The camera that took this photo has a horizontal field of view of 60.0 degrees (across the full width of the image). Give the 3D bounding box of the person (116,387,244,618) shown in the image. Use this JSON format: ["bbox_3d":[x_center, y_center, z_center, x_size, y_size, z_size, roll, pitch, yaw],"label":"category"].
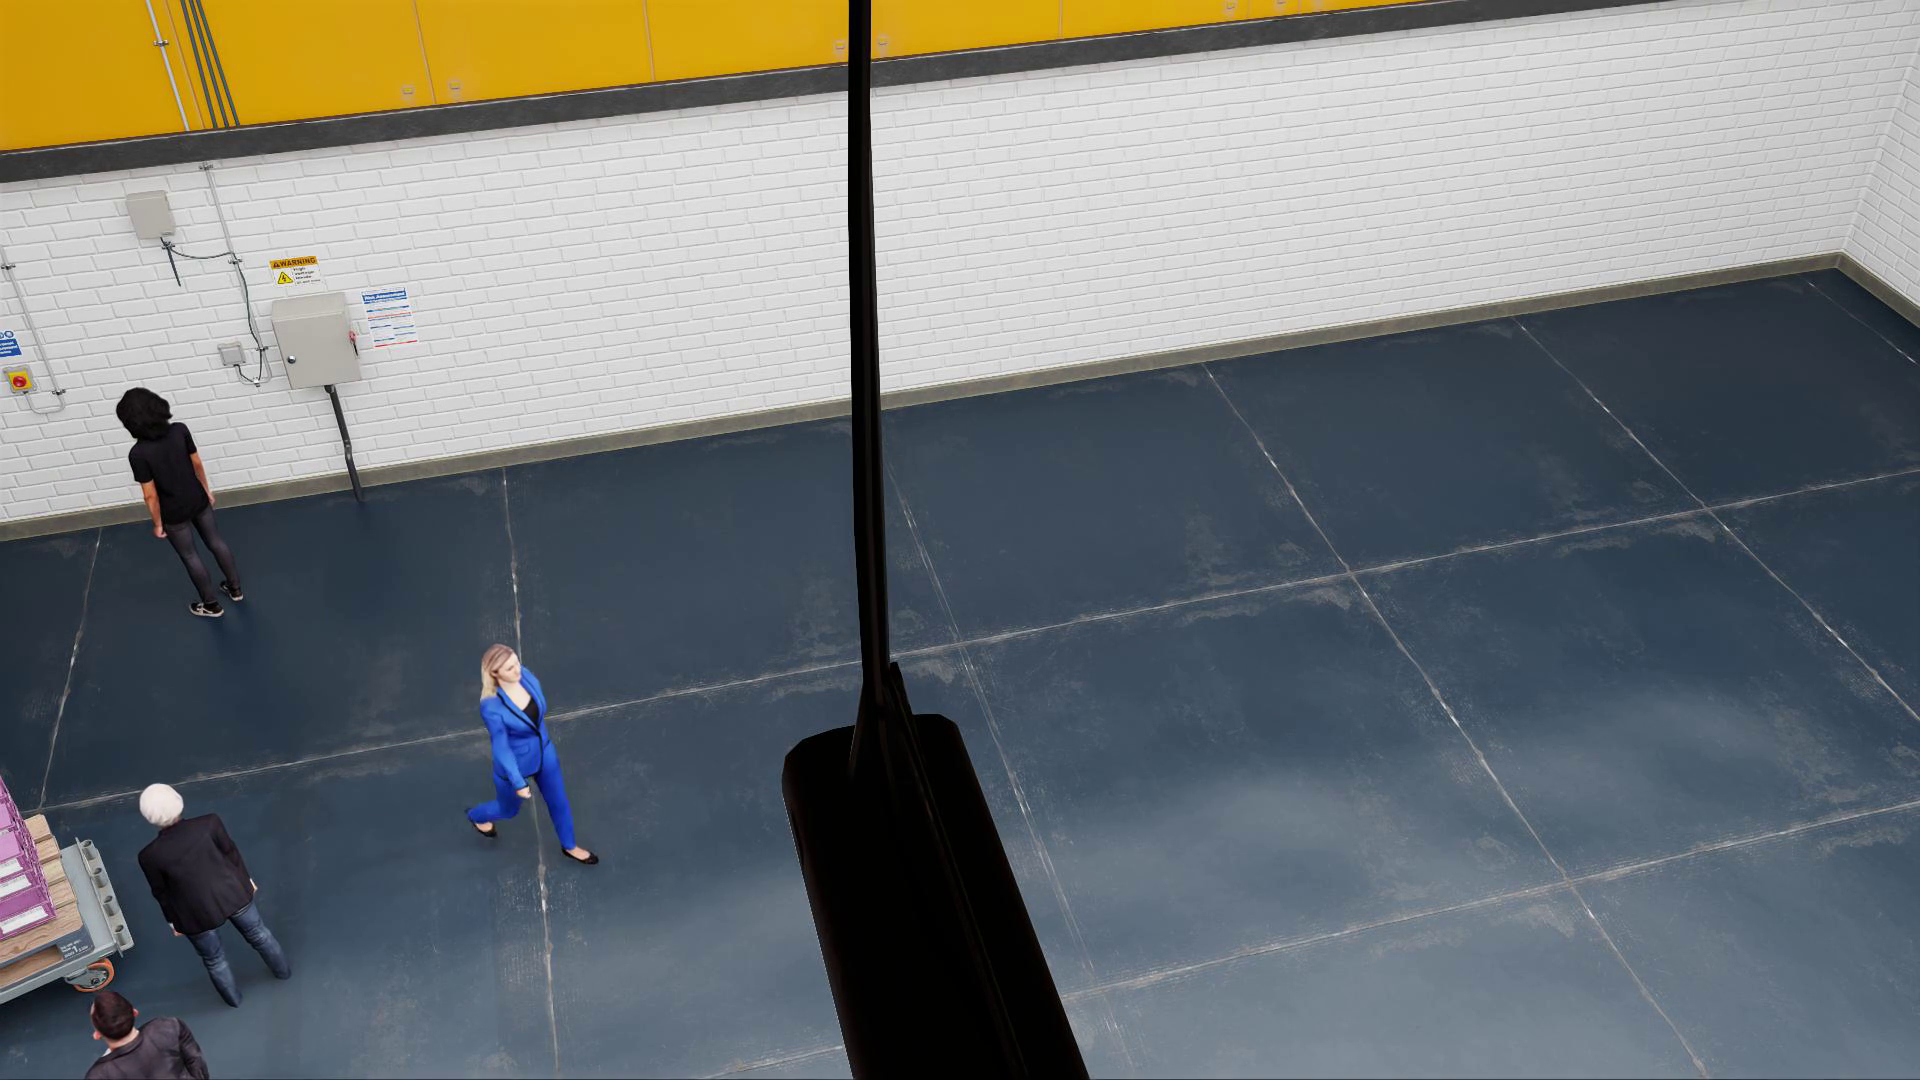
[{"bbox_3d":[-5.329,-0.255,11.387,0.740,1.834,0.692,22,44,25],"label":"person"}]

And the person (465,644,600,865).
[{"bbox_3d":[-2.616,1.256,9.624,1.089,1.674,1.080,16,41,19],"label":"person"}]

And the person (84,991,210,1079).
[{"bbox_3d":[-3.664,2.685,7.704,0.771,1.836,0.735,24,44,27],"label":"person"}]

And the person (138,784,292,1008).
[{"bbox_3d":[-4.002,1.958,9.014,0.811,1.779,0.733,-28,46,-30],"label":"person"}]
